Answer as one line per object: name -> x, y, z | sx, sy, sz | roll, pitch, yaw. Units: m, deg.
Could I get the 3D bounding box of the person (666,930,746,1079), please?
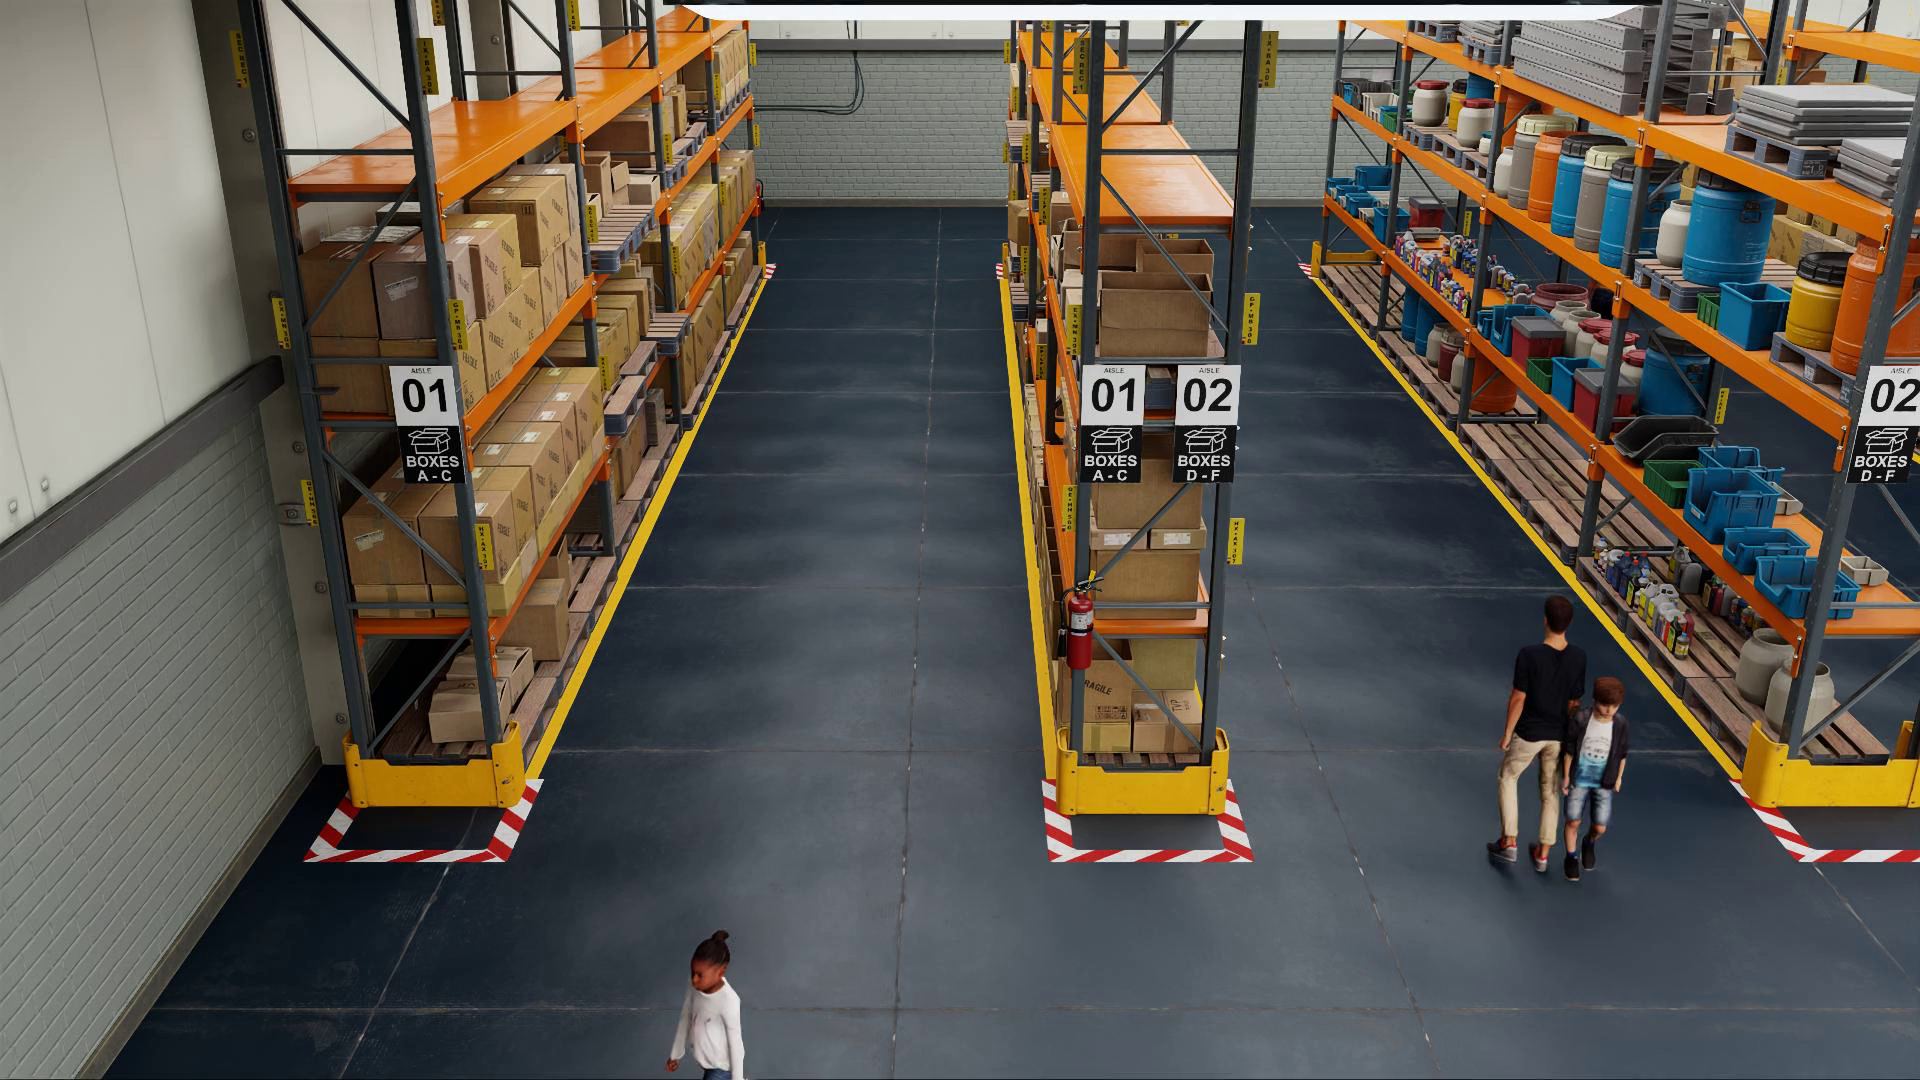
person -> -1.132, 2.520, 8.152 | 0.980, 1.424, 0.995 | -16, 27, -34

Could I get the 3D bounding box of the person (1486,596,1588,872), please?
person -> 3.733, 1.271, 10.662 | 0.685, 1.834, 0.649 | -2, 22, -6

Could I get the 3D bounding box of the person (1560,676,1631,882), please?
person -> 4.034, 1.485, 10.663 | 0.620, 1.438, 0.675 | 7, 23, 16
